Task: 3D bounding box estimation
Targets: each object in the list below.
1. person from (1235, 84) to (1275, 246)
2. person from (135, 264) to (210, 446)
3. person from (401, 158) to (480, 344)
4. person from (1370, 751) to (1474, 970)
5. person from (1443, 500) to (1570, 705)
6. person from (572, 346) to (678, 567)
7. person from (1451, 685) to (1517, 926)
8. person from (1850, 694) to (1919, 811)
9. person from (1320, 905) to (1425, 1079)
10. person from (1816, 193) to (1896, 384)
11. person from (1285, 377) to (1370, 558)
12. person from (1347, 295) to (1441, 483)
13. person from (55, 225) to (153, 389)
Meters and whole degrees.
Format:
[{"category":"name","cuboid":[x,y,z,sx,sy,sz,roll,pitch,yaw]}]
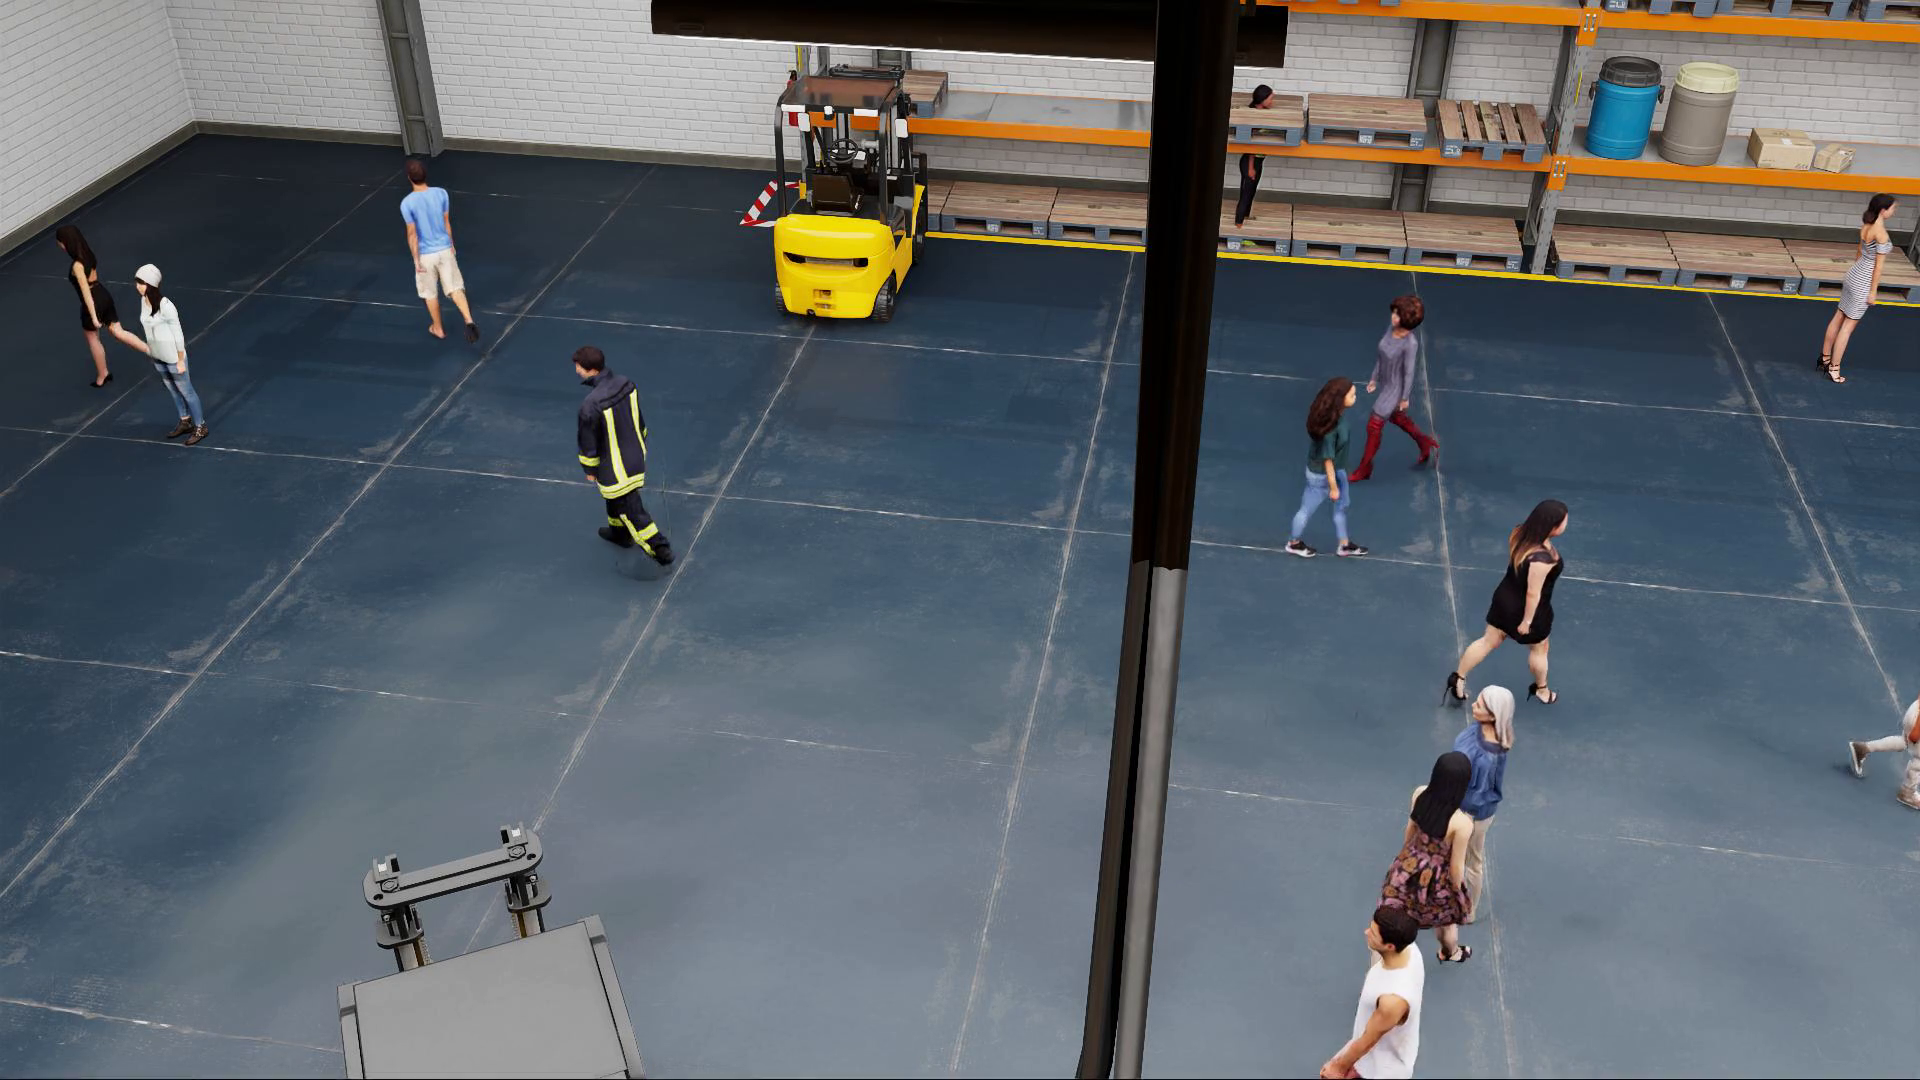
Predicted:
[{"category":"person","cuboid":[3.157,-4.080,18.047,0.580,1.754,0.601,13,36,19]},{"category":"person","cuboid":[-6.875,-1.620,14.444,0.552,1.645,0.691,18,38,25]},{"category":"person","cuboid":[-4.989,-2.724,15.921,1.032,1.848,1.117,-24,41,-32]},{"category":"person","cuboid":[2.457,1.928,9.032,1.120,1.726,1.047,-18,38,-25]},{"category":"person","cuboid":[3.714,0.463,11.281,1.129,1.677,0.871,-4,34,-6]},{"category":"person","cuboid":[-2.555,-0.596,12.690,1.288,1.880,1.074,21,39,28]},{"category":"person","cuboid":[2.997,1.529,9.656,0.562,1.699,0.614,7,34,11]},{"category":"person","cuboid":[6.116,1.113,10.648,0.894,1.296,0.743,26,42,34]},{"category":"person","cuboid":[2.152,2.539,8.110,1.149,1.730,0.699,9,35,13]},{"category":"person","cuboid":[8.287,-2.335,15.360,0.557,1.822,0.609,2,34,3]},{"category":"person","cuboid":[2.733,-0.542,12.866,0.906,1.596,0.673,10,35,15]},{"category":"person","cuboid":[3.684,-1.257,13.865,1.154,1.682,0.821,-5,34,-7]},{"category":"person","cuboid":[-7.792,-2.117,15.212,1.065,1.622,0.726,-1,34,-2]}]
